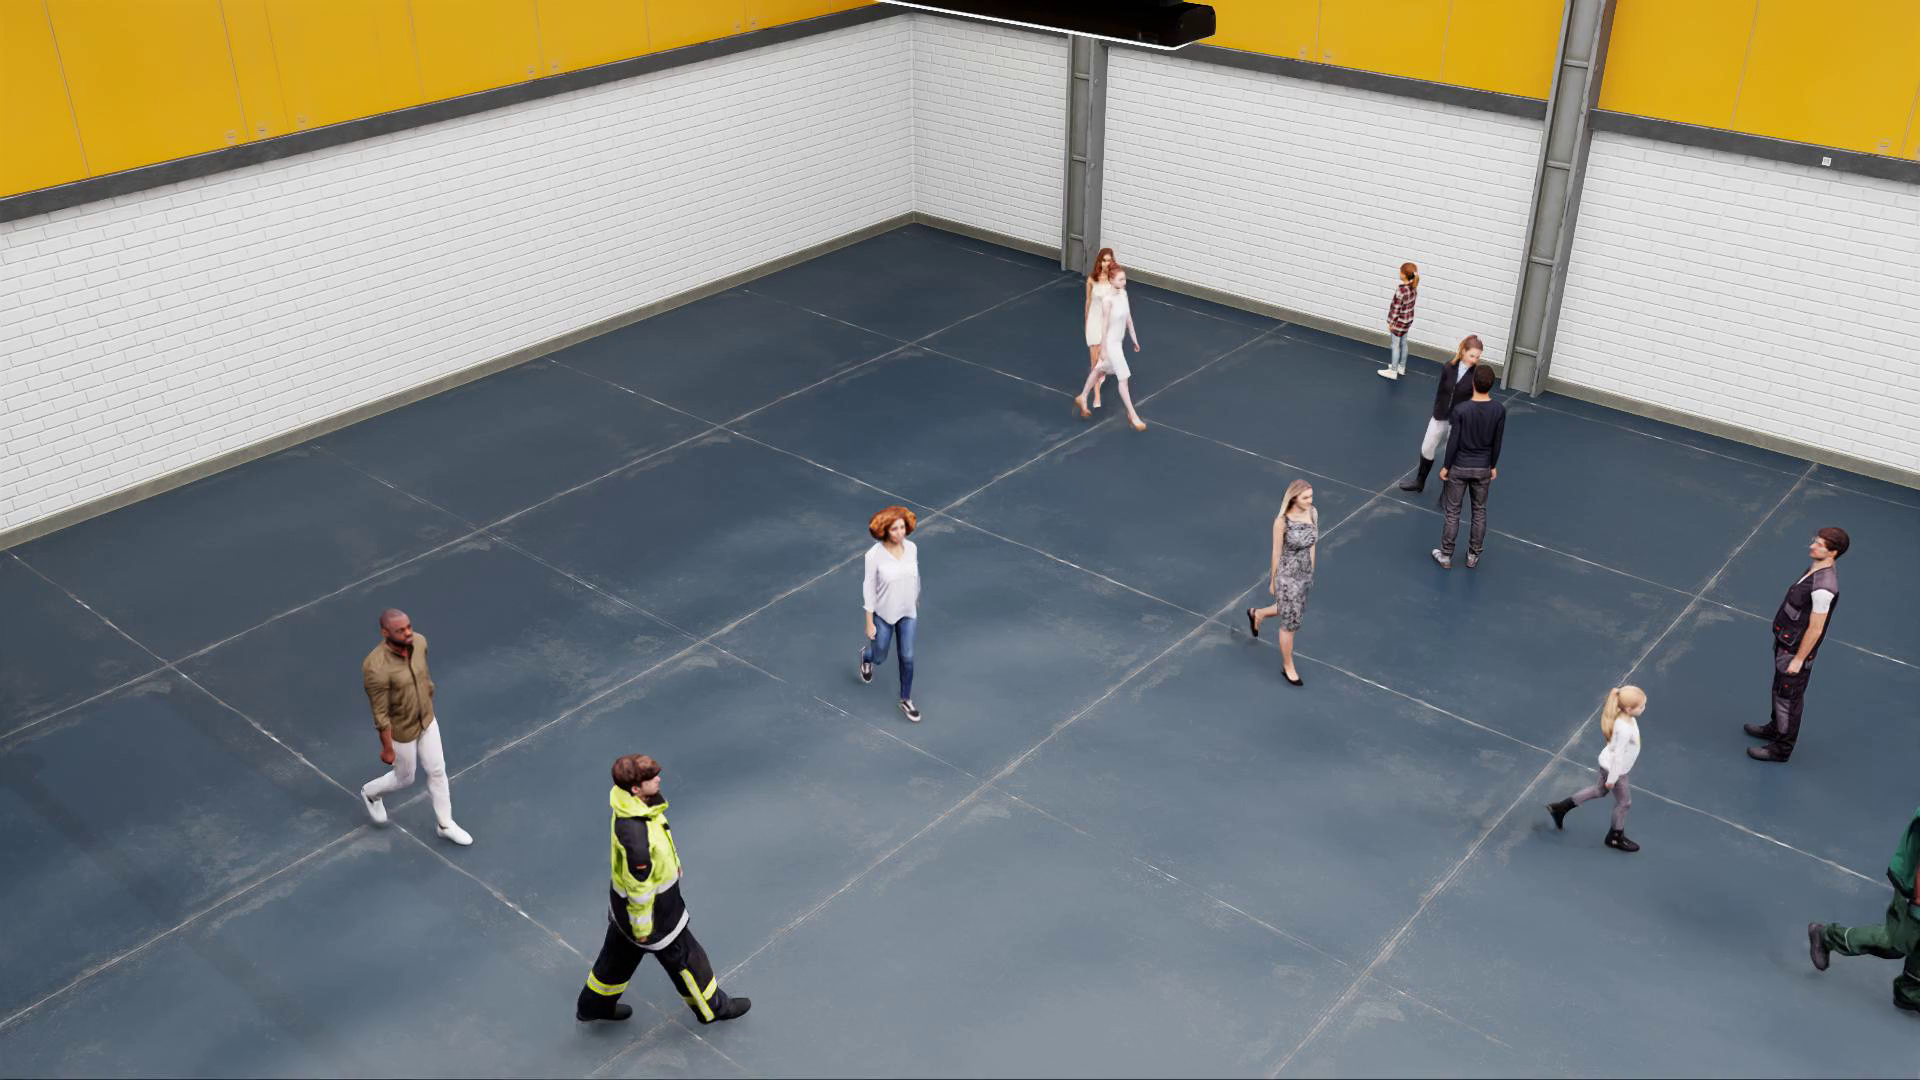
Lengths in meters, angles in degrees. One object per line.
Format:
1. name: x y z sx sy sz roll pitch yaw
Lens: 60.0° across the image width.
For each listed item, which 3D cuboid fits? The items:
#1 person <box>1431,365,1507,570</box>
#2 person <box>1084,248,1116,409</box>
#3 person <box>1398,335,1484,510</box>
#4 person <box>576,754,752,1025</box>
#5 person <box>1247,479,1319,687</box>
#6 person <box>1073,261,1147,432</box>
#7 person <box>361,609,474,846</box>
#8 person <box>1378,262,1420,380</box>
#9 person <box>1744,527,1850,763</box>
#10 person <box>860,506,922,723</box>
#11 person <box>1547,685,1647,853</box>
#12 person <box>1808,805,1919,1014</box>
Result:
1. person: 4.397 -0.620 14.318 0.698 1.870 0.776 0 29 0
2. person: 1.523 -2.305 17.635 1.191 1.651 1.100 3 29 5
3. person: 4.514 -1.088 15.338 0.870 1.715 0.485 -19 34 -31
4. person: -1.870 2.023 9.401 1.263 1.938 1.315 -8 30 -14
5. person: 2.507 0.263 12.896 0.775 1.681 1.055 -16 33 -27
6. person: 1.471 -1.972 16.925 1.106 1.746 0.705 16 33 27
7. person: -3.721 1.221 11.020 1.142 1.795 0.901 13 31 22
8. person: 4.836 -2.412 18.192 0.546 1.306 0.550 -25 37 -37
9. person: 5.995 0.731 11.864 0.689 1.848 0.731 10 30 18
10. person: -0.543 0.492 12.455 0.877 1.702 1.059 -14 31 -23
11. person: 4.292 1.497 11.073 0.907 1.260 0.735 6 29 10
12. person: 5.494 1.961 9.641 1.065 1.817 0.739 25 37 37
